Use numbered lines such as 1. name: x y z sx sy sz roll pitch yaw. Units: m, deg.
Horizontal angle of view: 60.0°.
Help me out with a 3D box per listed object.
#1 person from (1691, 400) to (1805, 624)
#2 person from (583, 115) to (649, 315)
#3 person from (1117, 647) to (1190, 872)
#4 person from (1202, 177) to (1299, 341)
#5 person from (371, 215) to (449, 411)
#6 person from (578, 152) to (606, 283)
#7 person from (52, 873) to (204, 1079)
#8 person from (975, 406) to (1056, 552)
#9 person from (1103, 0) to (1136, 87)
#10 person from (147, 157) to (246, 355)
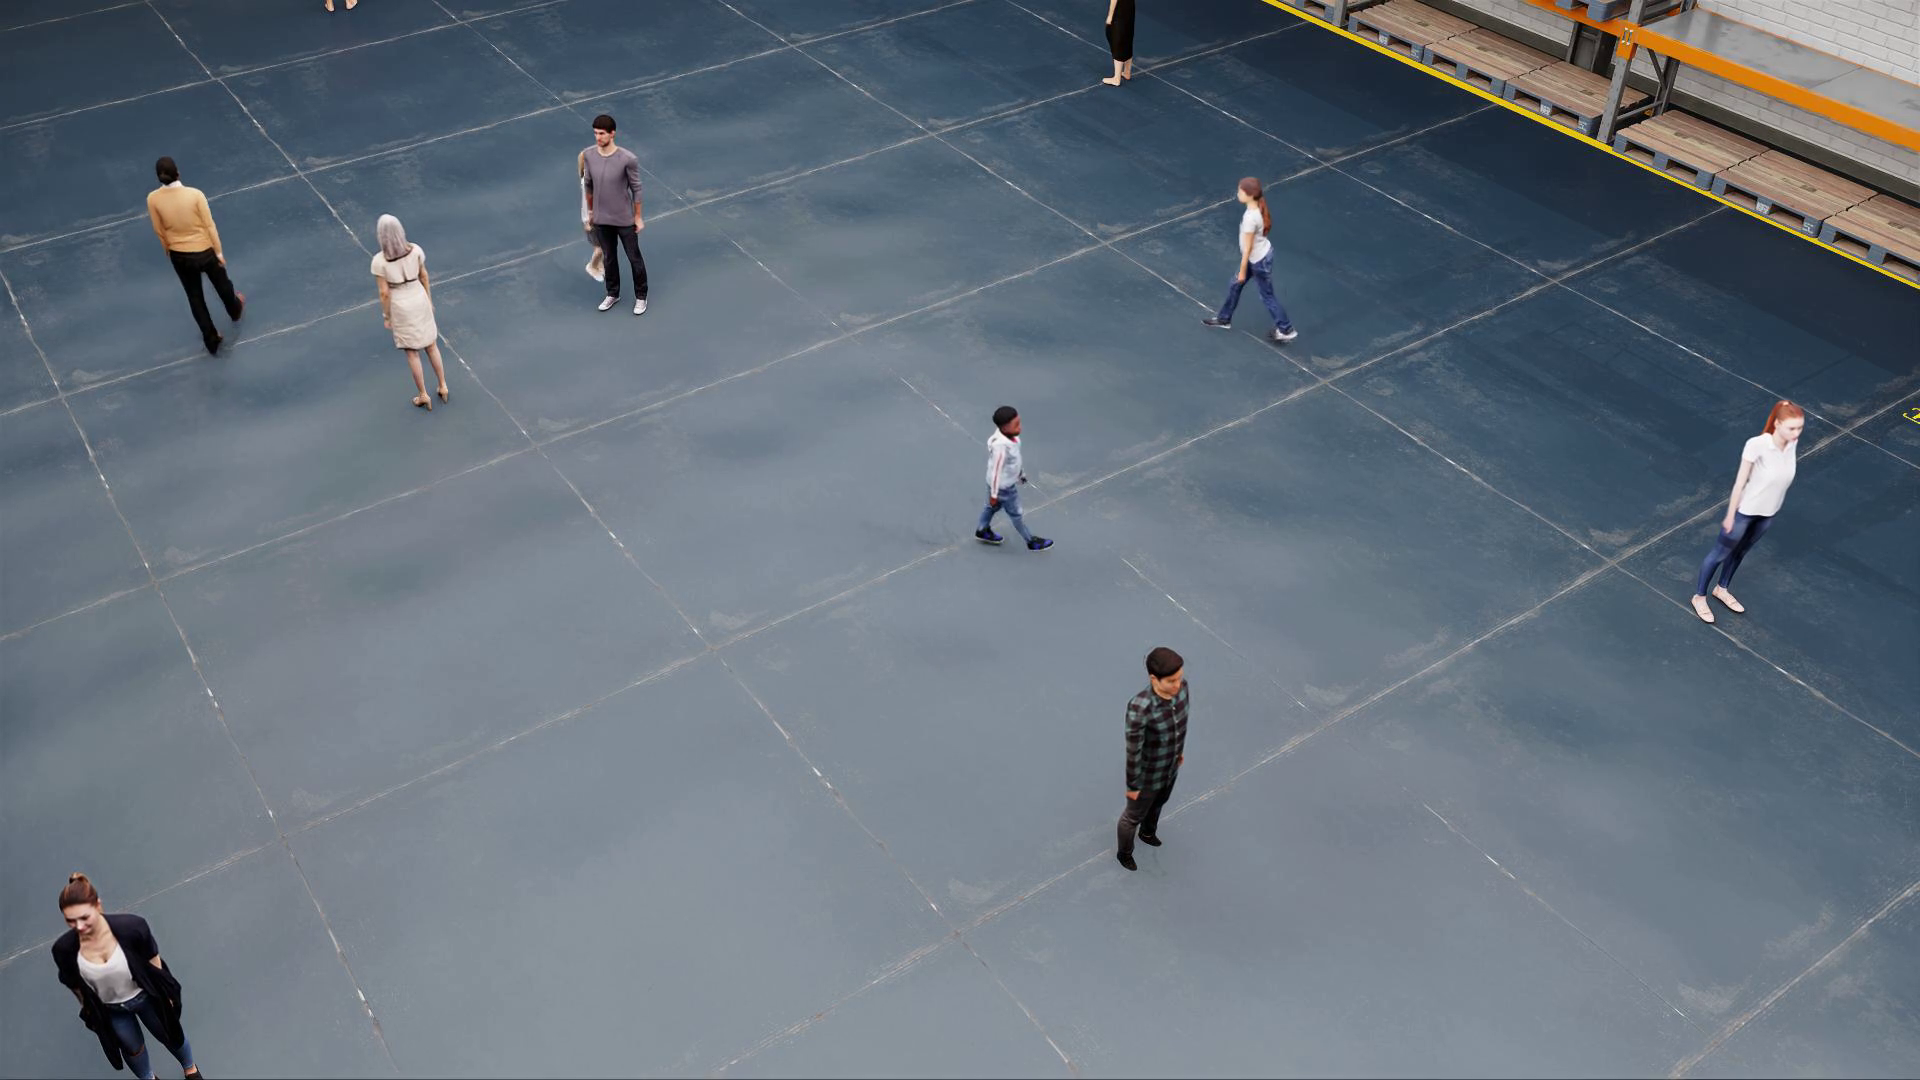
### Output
1. person: 5.449 -0.215 11.473 0.621 1.739 0.606 -12 40 -15
2. person: -3.053 -2.891 14.731 0.719 1.854 0.798 9 39 10
3. person: 1.126 1.290 9.722 0.590 1.715 0.719 31 48 33
4. person: 2.638 -2.405 14.399 1.117 1.509 1.010 10 40 13
5. person: -4.464 -1.848 13.520 0.606 1.736 0.559 -27 46 -29
6. person: -3.407 -2.995 15.334 0.672 1.264 0.624 14 41 17
7. person: -4.184 2.295 8.375 0.683 1.683 0.636 -14 41 -17
8. person: 0.262 -0.452 12.176 0.897 1.231 0.814 9 39 11
9. person: 1.836 -5.940 18.733 0.636 1.625 0.621 28 47 31
10. person: -6.562 -2.394 14.212 0.957 1.726 1.153 -6 39 -7
